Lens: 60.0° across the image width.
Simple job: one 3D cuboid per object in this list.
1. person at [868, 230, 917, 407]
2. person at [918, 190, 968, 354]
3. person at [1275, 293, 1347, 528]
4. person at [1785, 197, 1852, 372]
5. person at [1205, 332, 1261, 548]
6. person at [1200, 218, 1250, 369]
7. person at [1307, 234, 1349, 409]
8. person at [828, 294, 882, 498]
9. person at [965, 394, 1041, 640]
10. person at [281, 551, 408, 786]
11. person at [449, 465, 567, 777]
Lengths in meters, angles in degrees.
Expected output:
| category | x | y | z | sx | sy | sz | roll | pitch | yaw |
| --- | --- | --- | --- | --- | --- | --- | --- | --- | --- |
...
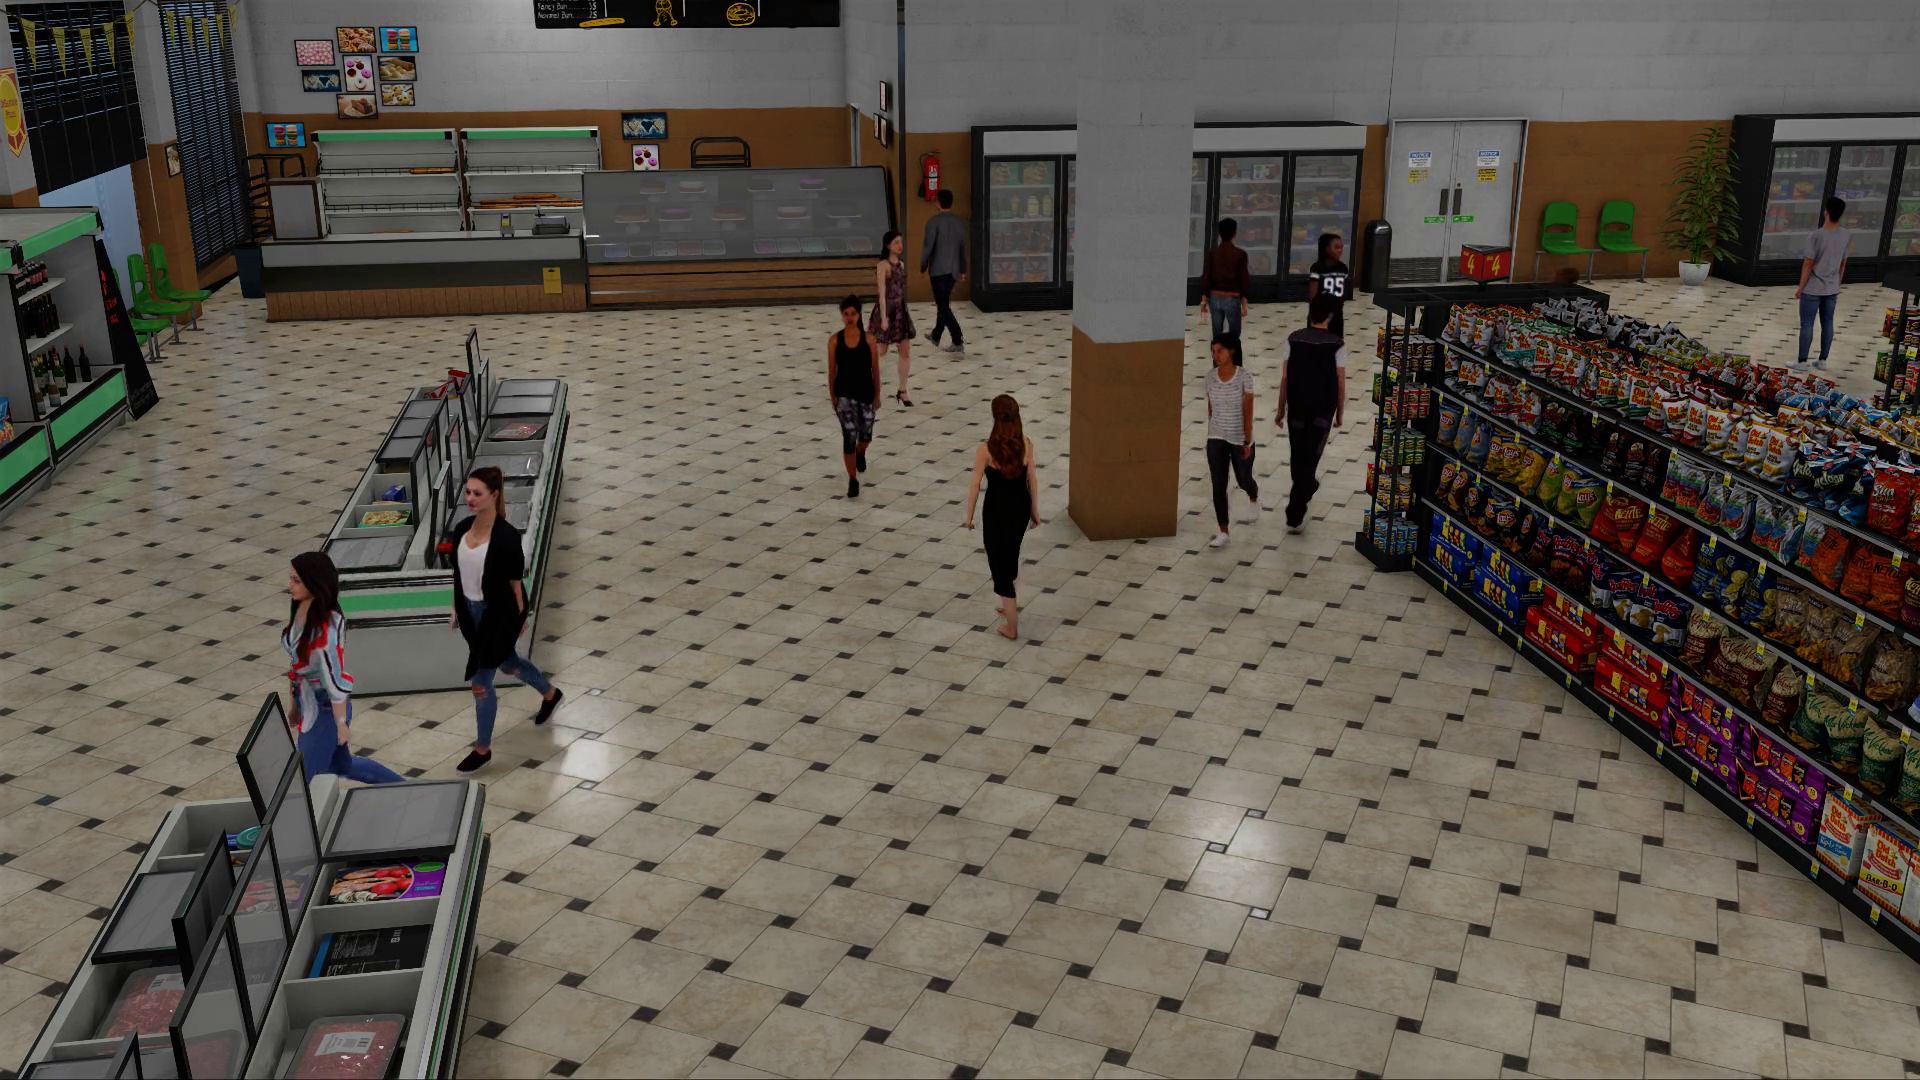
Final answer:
| category | x | y | z | sx | sy | sz | roll | pitch | yaw |
| --- | --- | --- | --- | --- | --- | --- | --- | --- | --- |
| person | -0.761 | -2.212 | 16.704 | 1.103 | 1.753 | 1.025 | 13 | 23 | 34 |
| person | -0.140 | -3.022 | 18.988 | 1.073 | 1.830 | 1.312 | -13 | 23 | -34 |
| person | 2.713 | -0.962 | 12.936 | 1.117 | 1.792 | 1.271 | 9 | 20 | 24 |
| person | 9.457 | -2.806 | 18.252 | 0.661 | 1.889 | 0.550 | -3 | 19 | -8 |
| person | 2.096 | -0.773 | 12.653 | 0.979 | 1.616 | 1.066 | 10 | 21 | 27 |
| person | 2.764 | -2.459 | 17.404 | 0.762 | 1.773 | 0.745 | 5 | 19 | 15 |
| person | 3.630 | -2.221 | 16.810 | 0.733 | 1.703 | 1.142 | -6 | 20 | -18 |
| person | -0.873 | -1.225 | 13.959 | 0.583 | 1.637 | 1.016 | -3 | 19 | -8 |
| person | 0.333 | -0.119 | 10.721 | 0.700 | 1.610 | 0.789 | -8 | 20 | -23 |
| person | -2.981 | 0.809 | 8.003 | 0.933 | 1.588 | 1.036 | -13 | 23 | -34 |
| person | -2.501 | 0.400 | 9.126 | 1.089 | 1.646 | 1.152 | 13 | 22 | 33 |
